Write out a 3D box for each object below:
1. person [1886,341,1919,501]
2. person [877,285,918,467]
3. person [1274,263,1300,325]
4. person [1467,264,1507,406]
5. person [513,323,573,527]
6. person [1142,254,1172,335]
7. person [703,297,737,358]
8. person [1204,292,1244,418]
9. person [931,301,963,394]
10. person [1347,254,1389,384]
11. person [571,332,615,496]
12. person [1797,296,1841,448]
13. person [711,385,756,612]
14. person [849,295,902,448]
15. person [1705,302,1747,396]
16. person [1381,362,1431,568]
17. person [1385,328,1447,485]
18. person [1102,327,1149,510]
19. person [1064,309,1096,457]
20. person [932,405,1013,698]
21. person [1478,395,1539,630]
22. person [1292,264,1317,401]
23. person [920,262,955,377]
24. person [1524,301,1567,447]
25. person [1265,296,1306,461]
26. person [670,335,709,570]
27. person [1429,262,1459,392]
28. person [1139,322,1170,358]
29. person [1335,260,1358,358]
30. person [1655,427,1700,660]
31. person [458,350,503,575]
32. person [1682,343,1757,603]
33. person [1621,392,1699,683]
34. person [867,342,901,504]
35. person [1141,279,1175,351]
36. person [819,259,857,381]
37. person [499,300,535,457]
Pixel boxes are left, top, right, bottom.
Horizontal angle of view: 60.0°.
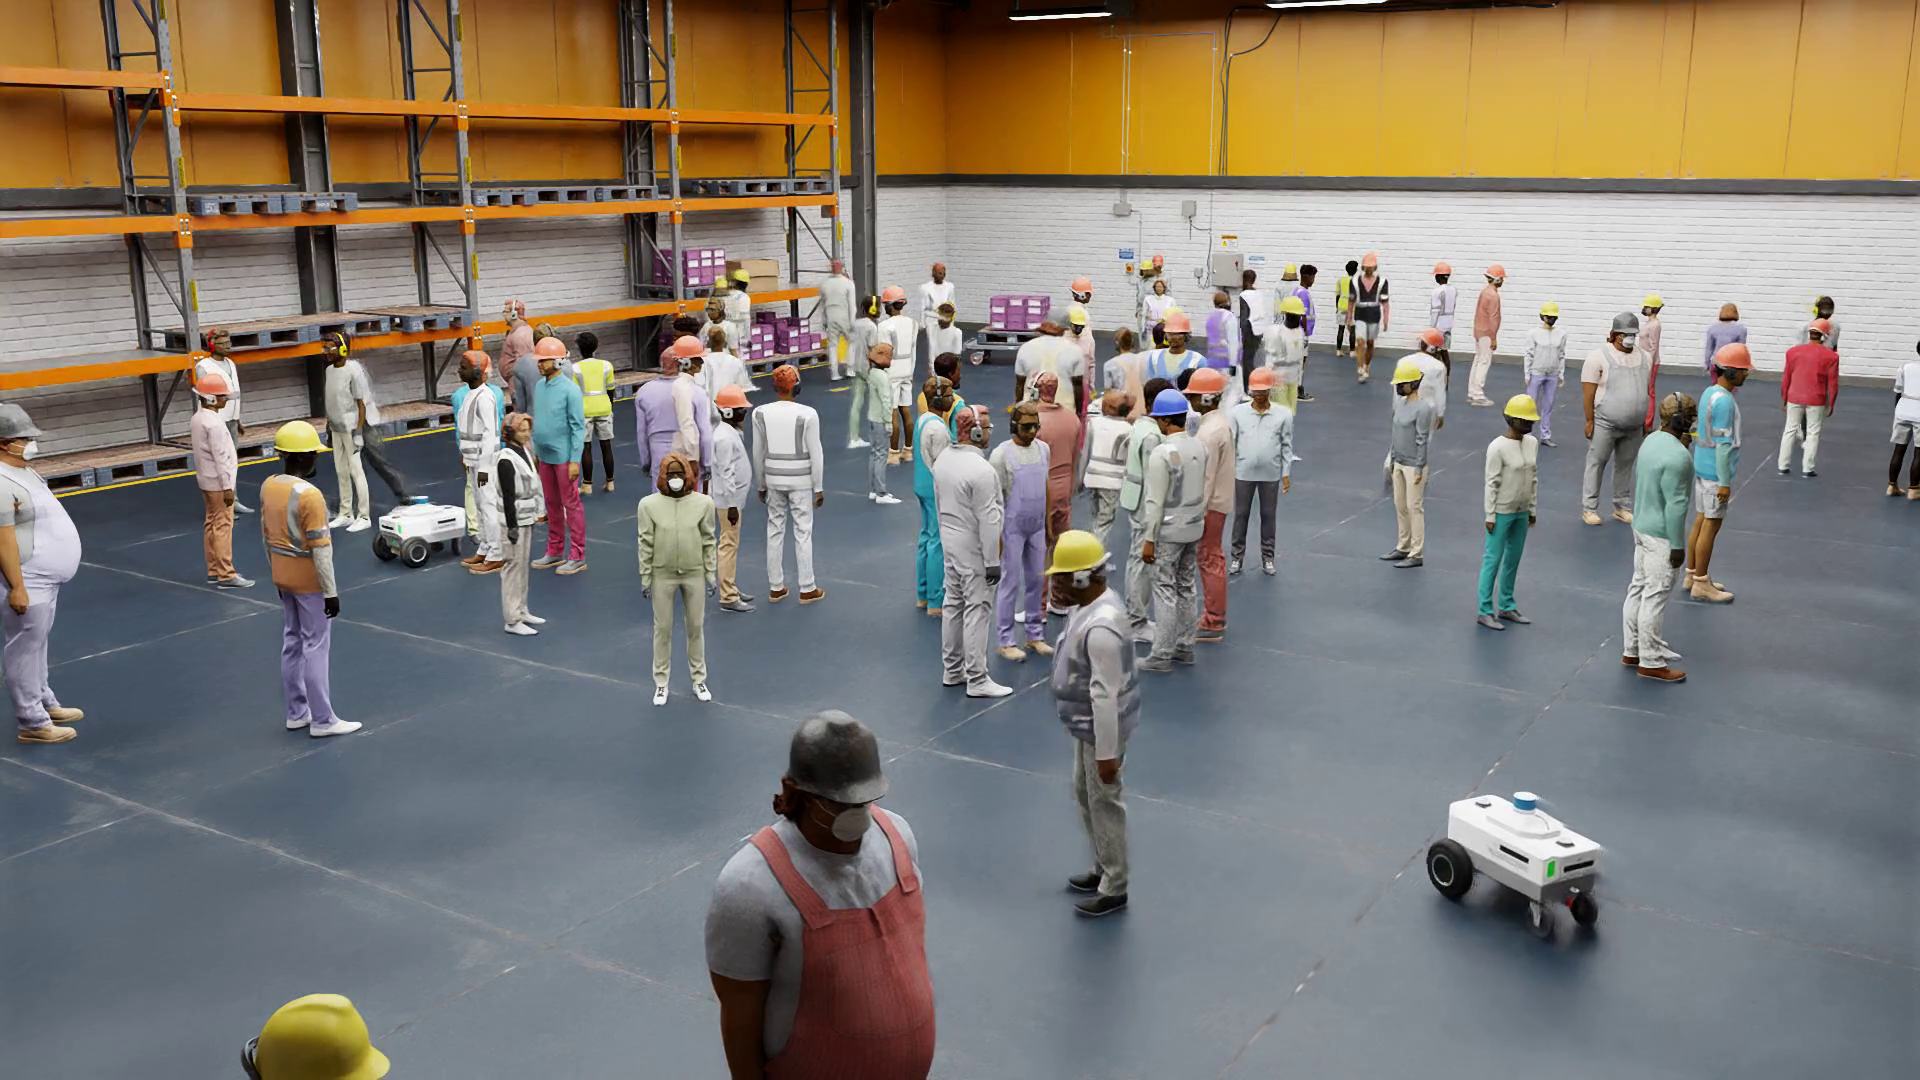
[{"bbox_3d":[9.759,-1.238,16.955,0.319,1.687,0.539,-6,14,-26],"label":"person"},{"bbox_3d":[-0.745,-1.854,18.844,0.377,2.044,0.608,10,16,37],"label":"person"},{"bbox_3d":[5.405,-3.668,27.367,0.487,1.744,0.312,3,13,13],"label":"person"},{"bbox_3d":[7.478,-2.897,23.521,0.430,1.981,0.631,1,13,3],"label":"person"},{"bbox_3d":[-3.887,-1.082,15.725,0.628,1.940,0.373,4,13,15],"label":"person"},{"bbox_3d":[3.538,-4.264,29.960,0.557,1.743,0.350,0,13,-1],"label":"person"},{"bbox_3d":[-2.869,-1.961,19.740,0.508,1.846,0.345,8,15,30],"label":"person"},{"bbox_3d":[3.331,-2.215,20.969,0.432,1.800,0.697,-6,14,-26],"label":"person"},{"bbox_3d":[-0.185,-1.879,19.424,0.457,1.830,0.667,-10,17,-38],"label":"person"},{"bbox_3d":[6.367,-3.465,25.962,0.628,1.993,1.035,3,13,12],"label":"person"},{"bbox_3d":[-3.814,-1.304,17.212,0.531,1.697,0.320,-9,16,-35],"label":"person"},{"bbox_3d":[10.255,-2.017,19.972,0.536,1.848,0.566,0,13,-1],"label":"person"},{"bbox_3d":[-1.750,-0.329,12.860,0.327,1.752,0.563,-1,13,-6],"label":"person"},{"bbox_3d":[-1.031,-2.040,20.115,0.843,1.825,0.480,-10,16,-37],"label":"person"},{"bbox_3d":[9.906,-2.273,21.588,0.507,1.614,0.512,-12,18,-43],"label":"person"},{"bbox_3d":[3.820,-0.646,14.240,0.342,1.756,0.532,-3,13,-13],"label":"person"},{"bbox_3d":[4.820,-1.375,17.521,0.588,1.707,0.593,-12,17,-41],"label":"person"},{"bbox_3d":[1.654,-1.213,16.566,0.540,1.810,0.766,-3,13,-12],"label":"person"},{"bbox_3d":[1.328,-1.787,19.181,0.518,1.756,0.345,-6,14,-24],"label":"person"},{"bbox_3d":[0.089,0.071,10.794,0.407,1.908,0.641,-8,15,-30],"label":"person"},{"bbox_3d":[4.095,-0.209,12.338,0.515,1.759,0.334,-8,15,-31],"label":"person"},{"bbox_3d":[4.927,-2.986,23.936,0.369,1.958,0.602,1,13,3],"label":"person"},{"bbox_3d":[-0.368,-3.377,25.819,0.592,1.869,0.494,-6,14,-23],"label":"person"},{"bbox_3d":[7.038,-1.987,20.030,0.524,1.769,0.308,-2,13,-9],"label":"person"},{"bbox_3d":[3.709,-1.862,19.175,0.618,1.907,0.554,-11,17,-39],"label":"person"},{"bbox_3d":[-2.288,-0.728,14.061,0.382,1.996,0.608,-3,13,-12],"label":"person"},{"bbox_3d":[7.126,-3.153,24.700,0.545,1.942,0.349,-11,17,-40],"label":"person"},{"bbox_3d":[1.976,-1.257,16.675,0.534,1.855,0.348,12,18,42],"label":"person"},{"bbox_3d":[6.787,-4.022,29.003,0.540,1.695,0.317,11,17,40],"label":"person"},{"bbox_3d":[4.951,-0.042,11.659,0.309,1.736,0.485,2,13,9],"label":"person"},{"bbox_3d":[-4.045,-0.657,13.997,0.355,1.885,0.576,-7,15,-27],"label":"person"},{"bbox_3d":[5.993,-0.533,13.116,0.380,2.040,0.615,3,13,12],"label":"person"},{"bbox_3d":[4.698,-0.027,11.146,0.376,1.940,0.627,1,13,4],"label":"person"},{"bbox_3d":[-0.786,-1.187,16.847,0.283,1.633,0.500,-4,14,-17],"label":"person"},{"bbox_3d":[3.022,-3.160,25.382,0.513,1.645,0.307,3,13,13],"label":"person"},{"bbox_3d":[-1.845,-3.447,26.086,0.676,1.884,0.700,6,14,25],"label":"person"},{"bbox_3d":[-4.938,-1.731,18.611,0.409,1.908,0.639,-2,13,-9],"label":"person"}]
